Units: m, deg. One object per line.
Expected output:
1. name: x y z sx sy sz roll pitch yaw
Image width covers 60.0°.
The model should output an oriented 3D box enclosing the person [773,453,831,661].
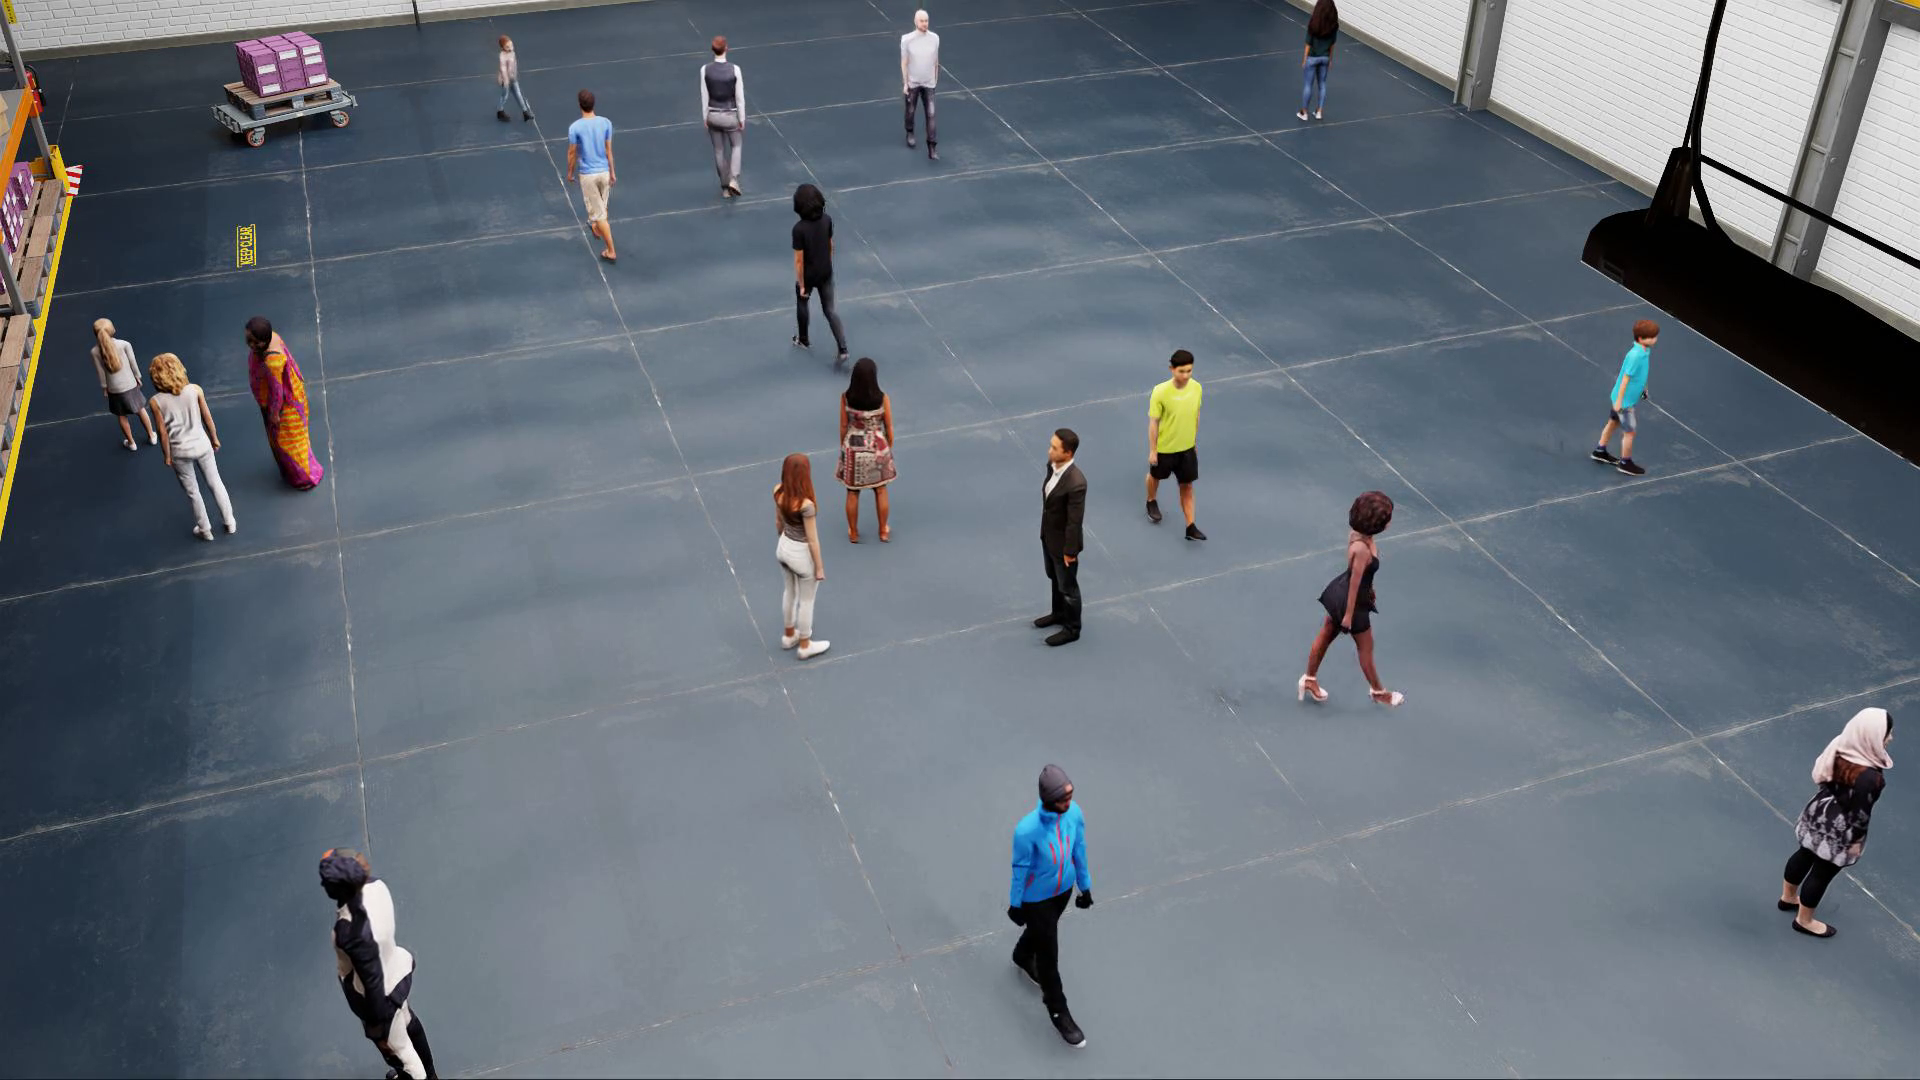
1. person: -1.203 0.121 12.233 0.603 1.718 0.729 28 43 36

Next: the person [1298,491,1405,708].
1. person: 2.646 0.448 11.705 0.868 1.756 0.989 2 34 3

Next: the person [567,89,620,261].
1. person: -3.984 -3.973 18.302 0.890 1.816 1.274 -22 40 -30

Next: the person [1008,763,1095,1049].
1. person: 0.448 1.941 9.444 0.841 1.772 1.077 -23 40 -31

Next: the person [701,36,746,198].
1. person: -2.818 -4.965 19.698 0.806 1.923 0.891 0 34 -1

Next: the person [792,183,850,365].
1. person: -1.353 -2.567 16.197 0.808 1.806 1.187 -19 38 -26

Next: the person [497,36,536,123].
1. person: -6.056 -6.142 22.154 0.900 1.164 0.810 14 36 20

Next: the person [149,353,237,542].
1. person: -6.303 -0.761 13.603 0.668 1.669 0.637 -24 41 -32

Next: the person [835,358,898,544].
1. person: -0.769 -0.720 13.568 0.750 1.639 0.726 0 34 0

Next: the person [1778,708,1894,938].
1. person: 5.249 1.672 9.975 0.777 1.633 0.667 0 34 1

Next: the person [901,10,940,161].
1. person: -0.541 -5.794 21.067 0.786 1.788 1.252 -7 34 -10

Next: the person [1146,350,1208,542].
1. person: 1.717 -0.844 13.731 0.673 1.666 1.035 -10 35 -14

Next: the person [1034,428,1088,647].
1. person: 0.775 -0.041 12.401 0.735 1.801 0.460 -12 35 -18

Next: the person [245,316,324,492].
1. person: -5.885 -1.270 14.374 0.813 1.663 0.604 -5 34 -8

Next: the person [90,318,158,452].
1. person: -7.534 -1.410 14.935 0.547 1.275 0.572 -20 39 -27

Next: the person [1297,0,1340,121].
1. person: 4.776 -6.424 22.173 0.619 1.613 0.623 -7 34 -10

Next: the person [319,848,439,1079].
1. person: -3.038 2.349 8.724 0.786 1.890 0.580 -6 34 -9

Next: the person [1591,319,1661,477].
1. person: 5.800 -1.300 14.623 0.841 1.436 0.755 21 39 28
